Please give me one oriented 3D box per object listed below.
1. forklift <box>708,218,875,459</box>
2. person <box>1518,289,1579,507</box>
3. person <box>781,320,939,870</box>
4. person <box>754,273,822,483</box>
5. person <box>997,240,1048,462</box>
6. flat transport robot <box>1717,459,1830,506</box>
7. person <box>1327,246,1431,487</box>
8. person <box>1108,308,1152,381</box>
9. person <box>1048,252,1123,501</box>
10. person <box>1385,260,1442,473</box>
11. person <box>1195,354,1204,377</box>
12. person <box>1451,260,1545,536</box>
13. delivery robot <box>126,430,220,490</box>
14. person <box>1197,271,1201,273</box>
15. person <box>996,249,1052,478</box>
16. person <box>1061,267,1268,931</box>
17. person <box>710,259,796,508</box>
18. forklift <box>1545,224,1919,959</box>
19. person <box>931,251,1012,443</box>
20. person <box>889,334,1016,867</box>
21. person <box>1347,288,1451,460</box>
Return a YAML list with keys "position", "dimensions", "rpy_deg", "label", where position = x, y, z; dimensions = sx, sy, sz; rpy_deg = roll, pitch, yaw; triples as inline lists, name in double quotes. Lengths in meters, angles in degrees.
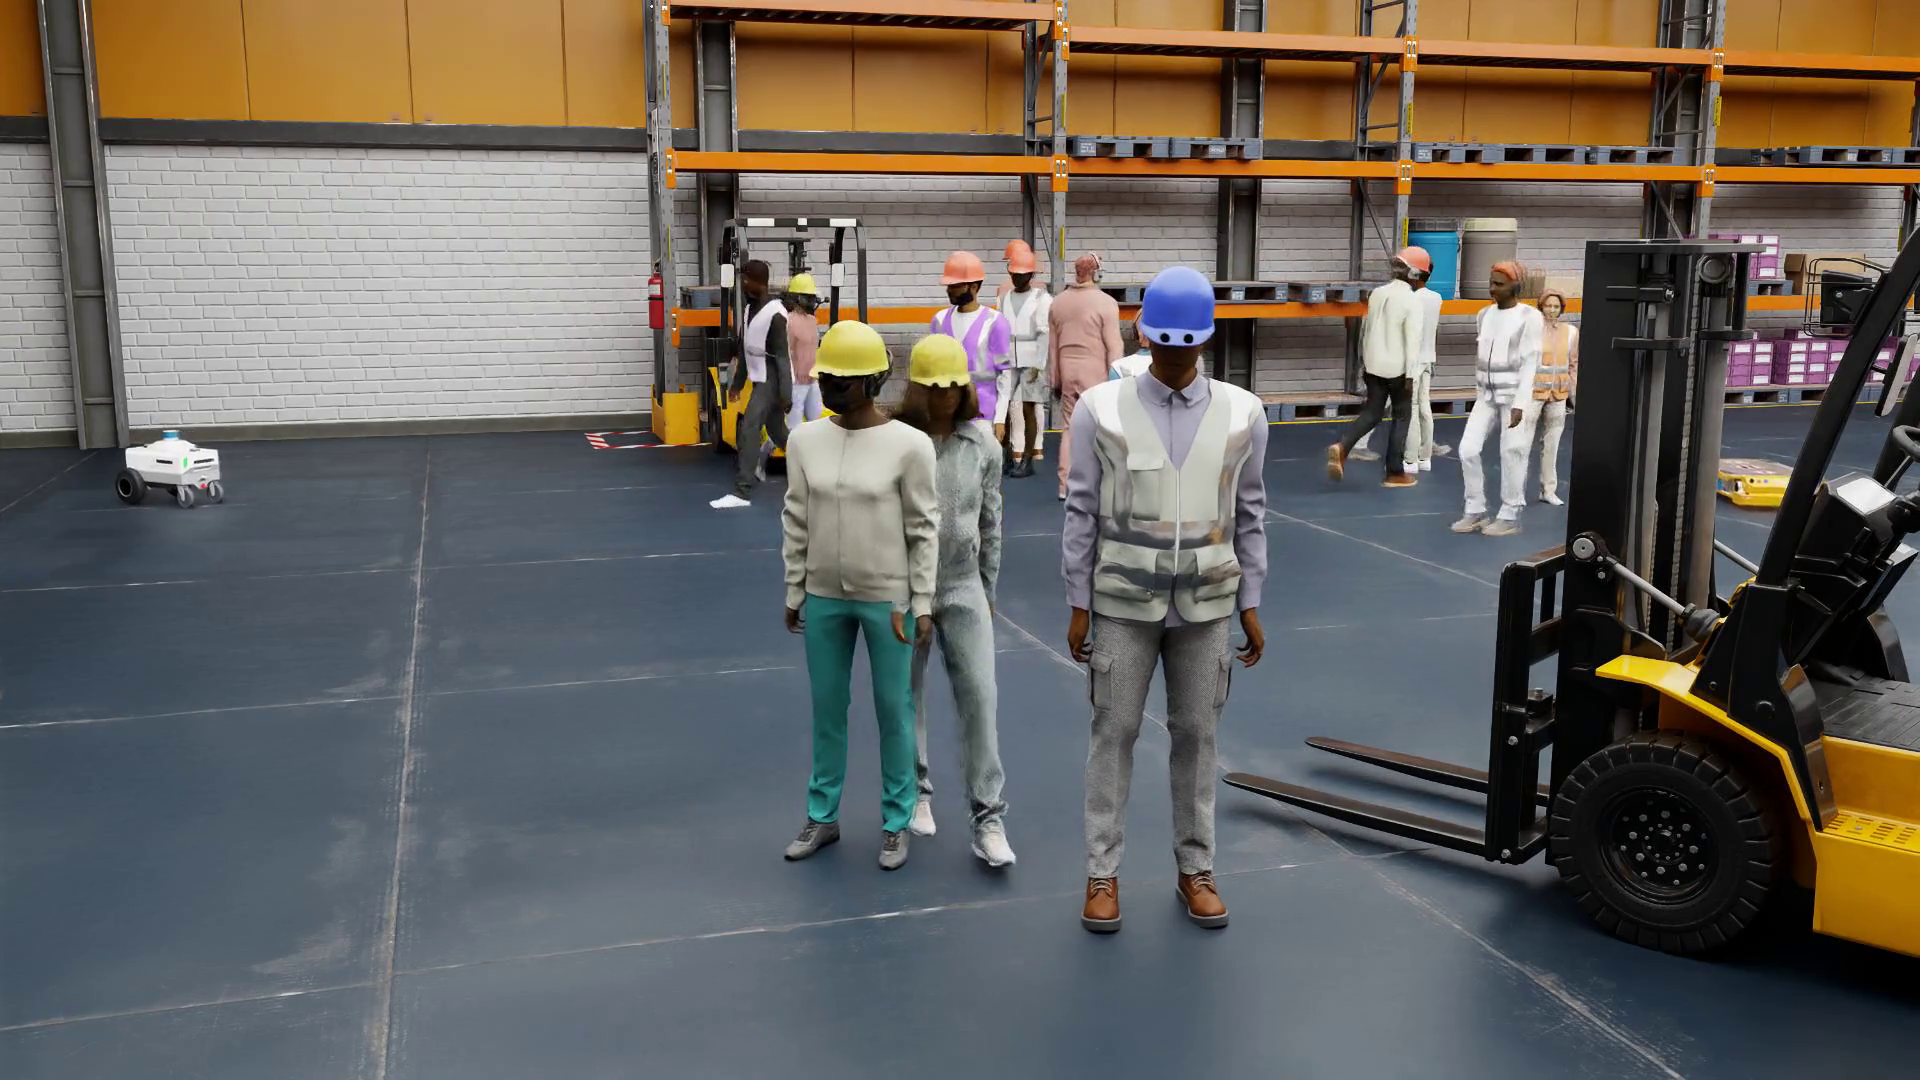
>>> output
- position: [-1.522, -1.778, 14.899]
  dimensions: [1.214, 2.155, 2.313]
  rpy_deg: [-3, 11, -17]
  label: "forklift"
- position: [4.395, -1.066, 12.525]
  dimensions: [0.523, 1.636, 0.310]
  rpy_deg: [-2, 10, -8]
  label: "person"
- position: [-0.328, 0.184, 5.326]
  dimensions: [0.526, 1.765, 0.329]
  rpy_deg: [4, 11, 19]
  label: "person"
- position: [-1.332, -1.256, 13.284]
  dimensions: [0.627, 1.748, 0.531]
  rpy_deg: [5, 12, 27]
  label: "person"
- position: [0.534, -1.702, 15.027]
  dimensions: [0.618, 1.993, 0.396]
  rpy_deg: [-10, 14, -44]
  label: "person"
- position: [6.181, -0.466, 12.980]
  dimensions: [0.652, 0.197, 1.431]
  rpy_deg: [1, 10, 4]
  label: "flat transport robot"
- position: [3.361, -1.362, 13.285]
  dimensions: [0.813, 1.948, 0.669]
  rpy_deg: [-6, 12, -29]
  label: "person"
- position: [1.052, -0.463, 9.210]
  dimensions: [0.512, 1.641, 0.309]
  rpy_deg: [-3, 11, -14]
  label: "person"
- position: [0.980, -1.219, 12.625]
  dimensions: [0.401, 1.907, 0.649]
  rpy_deg: [-10, 14, -44]
  label: "person"
- position: [3.915, -1.510, 14.319]
  dimensions: [0.520, 1.871, 0.326]
  rpy_deg: [-9, 14, -42]
  label: "person"
- position: [1.347, -0.636, 10.208]
  dimensions: [0.337, 1.622, 0.508]
  rpy_deg: [-5, 11, -25]
  label: "person"
- position: [3.603, -0.934, 11.173]
  dimensions: [0.599, 1.864, 0.573]
  rpy_deg: [-6, 12, -31]
  label: "person"
- position: [-5.982, -0.592, 12.636]
  dimensions: [0.707, 0.478, 0.477]
  rpy_deg: [5, 12, 26]
  label: "delivery robot"
- position: [1.856, -1.489, 14.577]
  dimensions: [0.776, 1.739, 0.538]
  rpy_deg: [-1, 10, -5]
  label: "person"
- position: [0.488, -1.471, 13.957]
  dimensions: [0.557, 1.919, 0.498]
  rpy_deg: [5, 12, 28]
  label: "person"
- position: [0.598, 0.183, 4.853]
  dimensions: [0.604, 1.937, 0.402]
  rpy_deg: [-1, 10, -4]
  label: "person"
- position: [-1.437, -1.197, 12.641]
  dimensions: [0.970, 1.866, 0.573]
  rpy_deg: [-4, 11, -22]
  label: "person"
- position: [2.909, 0.117, 4.508]
  dimensions: [2.313, 2.155, 1.214]
  rpy_deg: [9, 14, 40]
  label: "forklift"
- position: [0.041, -0.781, 10.145]
  dimensions: [0.548, 1.934, 0.376]
  rpy_deg: [6, 12, 29]
  label: "person"
- position: [-0.059, 0.199, 5.385]
  dimensions: [0.480, 1.705, 0.819]
  rpy_deg: [-2, 11, -13]
  label: "person"
- position: [3.980, -1.620, 15.035]
  dimensions: [0.983, 1.829, 0.570]
  rpy_deg: [0, 10, 1]
  label: "person"
